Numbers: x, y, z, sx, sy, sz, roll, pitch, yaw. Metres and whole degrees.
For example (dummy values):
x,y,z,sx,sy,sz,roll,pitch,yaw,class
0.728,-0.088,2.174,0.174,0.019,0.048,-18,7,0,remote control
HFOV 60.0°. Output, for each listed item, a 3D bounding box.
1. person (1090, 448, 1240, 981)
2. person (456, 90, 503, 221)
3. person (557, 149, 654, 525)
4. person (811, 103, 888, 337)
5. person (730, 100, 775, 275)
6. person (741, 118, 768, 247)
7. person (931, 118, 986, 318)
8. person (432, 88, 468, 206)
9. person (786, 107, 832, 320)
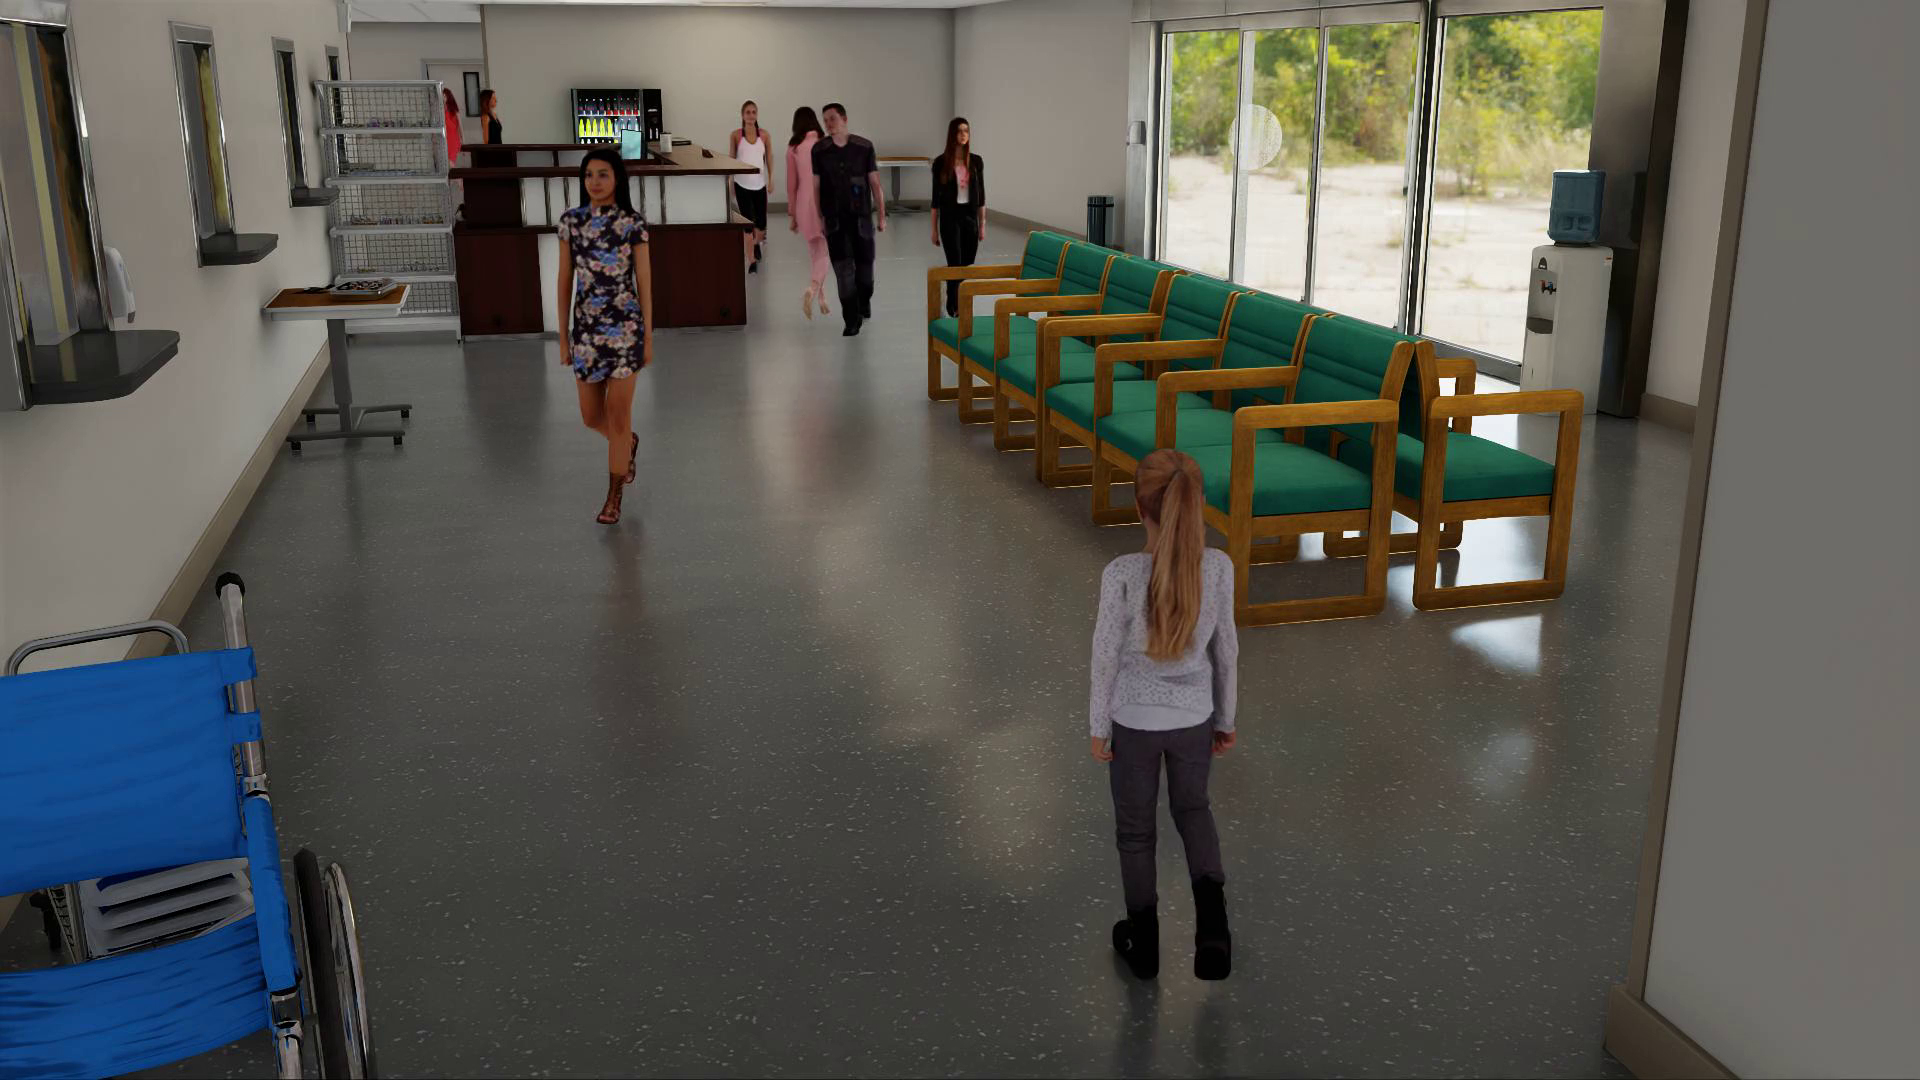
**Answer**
x,y,z,sx,sy,sz,roll,pitch,yaw,class
0.478,0.433,3.761,0.601,1.271,0.558,-3,16,-12,person
-6.397,-5.112,22.454,1.185,1.800,0.786,0,16,0,person
-1.649,-0.962,7.888,0.959,1.716,0.849,1,16,2,person
-0.903,-2.569,13.419,1.167,1.808,1.033,0,16,0,person
-2.204,-3.692,17.473,0.878,1.770,0.719,-3,16,-9,person
-2.542,-4.432,20.484,0.620,1.559,0.643,2,16,6,person
-0.035,-2.621,13.820,0.971,1.690,0.675,-5,16,-17,person
-7.949,-6.122,26.080,1.170,1.777,1.021,3,16,11,person
-1.220,-2.680,13.906,1.152,1.758,0.974,3,16,10,person
